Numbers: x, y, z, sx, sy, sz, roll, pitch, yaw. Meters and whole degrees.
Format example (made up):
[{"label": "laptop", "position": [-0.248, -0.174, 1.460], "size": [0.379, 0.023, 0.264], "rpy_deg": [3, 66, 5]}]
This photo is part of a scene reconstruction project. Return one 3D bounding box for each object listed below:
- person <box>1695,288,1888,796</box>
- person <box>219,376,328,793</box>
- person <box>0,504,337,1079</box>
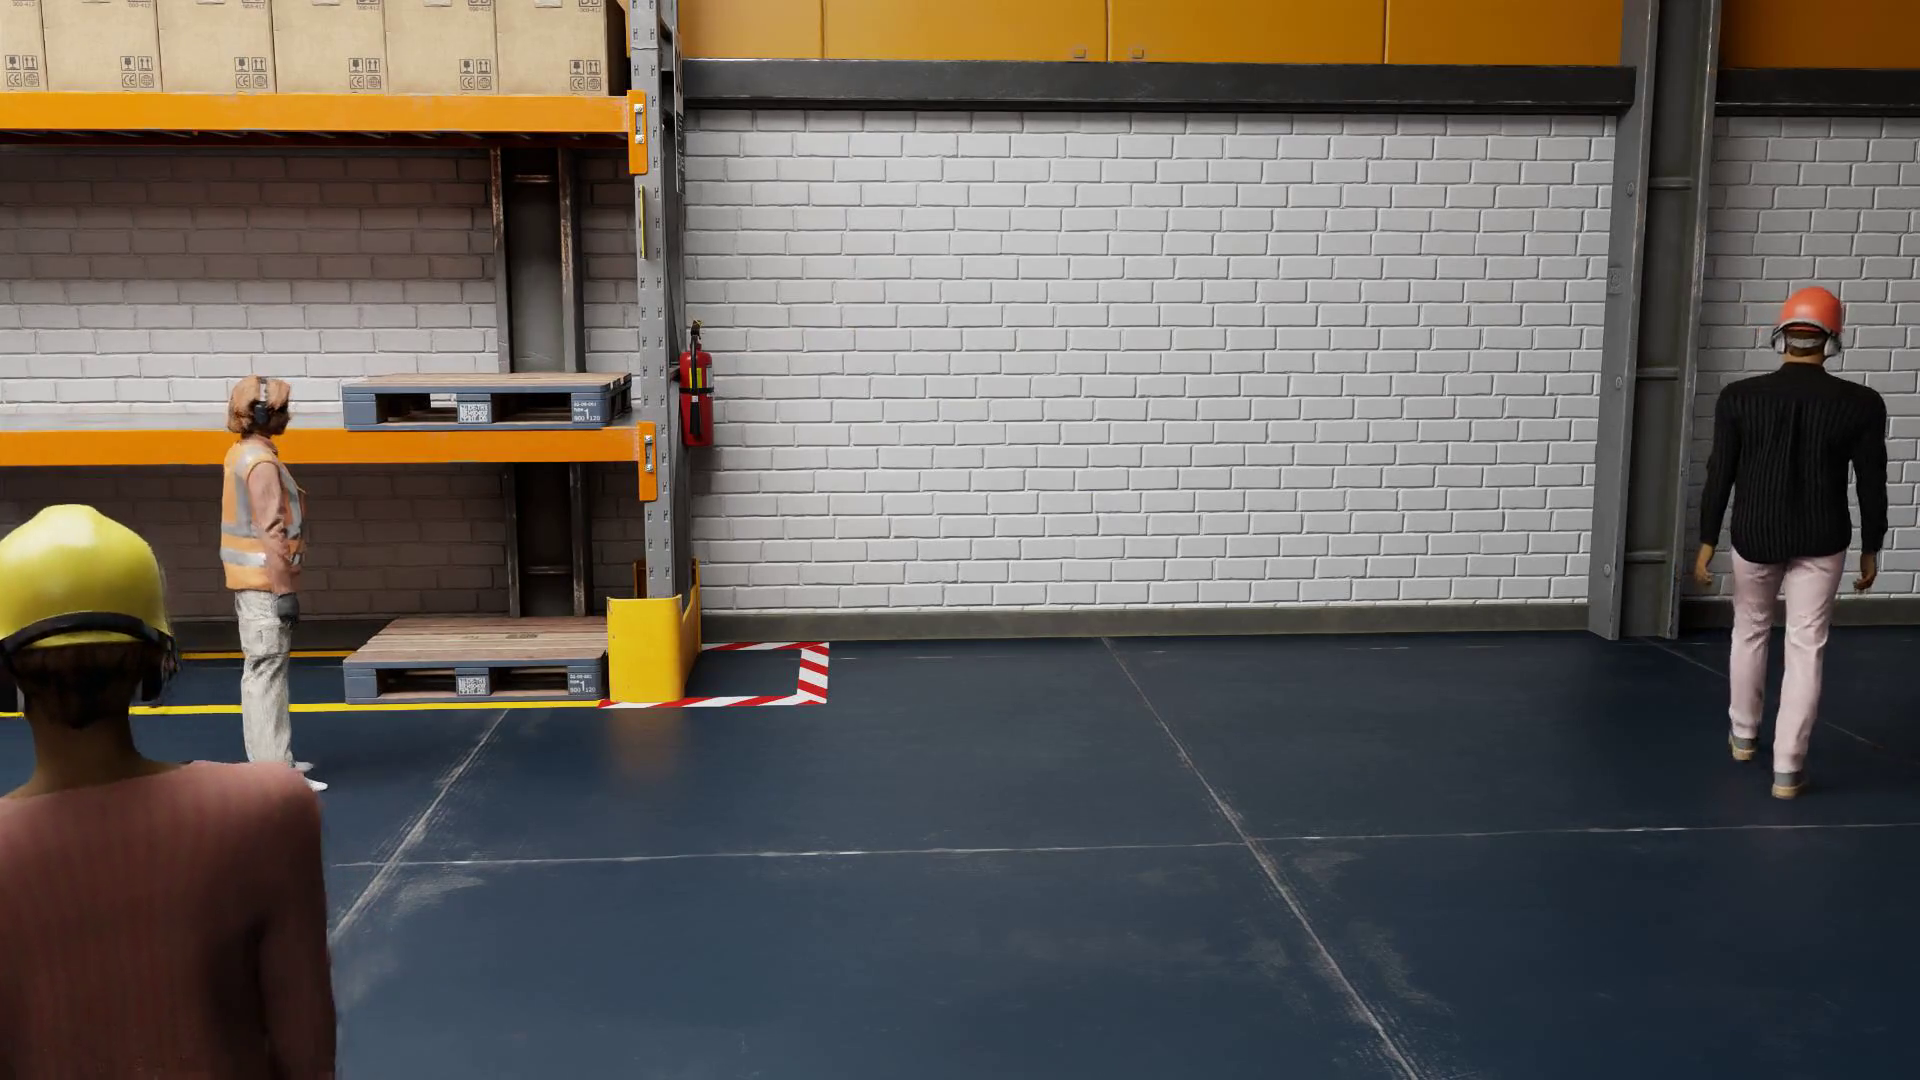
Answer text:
[{"label": "person", "position": [3.344, -0.012, 6.672], "size": [0.658, 1.965, 0.841], "rpy_deg": [5, 10, 30]}, {"label": "person", "position": [-2.696, 0.181, 6.488], "size": [0.331, 1.636, 0.546], "rpy_deg": [-6, 11, -33]}, {"label": "person", "position": [-1.026, 0.827, 2.068], "size": [0.529, 1.753, 0.391], "rpy_deg": [-6, 11, -33]}]
